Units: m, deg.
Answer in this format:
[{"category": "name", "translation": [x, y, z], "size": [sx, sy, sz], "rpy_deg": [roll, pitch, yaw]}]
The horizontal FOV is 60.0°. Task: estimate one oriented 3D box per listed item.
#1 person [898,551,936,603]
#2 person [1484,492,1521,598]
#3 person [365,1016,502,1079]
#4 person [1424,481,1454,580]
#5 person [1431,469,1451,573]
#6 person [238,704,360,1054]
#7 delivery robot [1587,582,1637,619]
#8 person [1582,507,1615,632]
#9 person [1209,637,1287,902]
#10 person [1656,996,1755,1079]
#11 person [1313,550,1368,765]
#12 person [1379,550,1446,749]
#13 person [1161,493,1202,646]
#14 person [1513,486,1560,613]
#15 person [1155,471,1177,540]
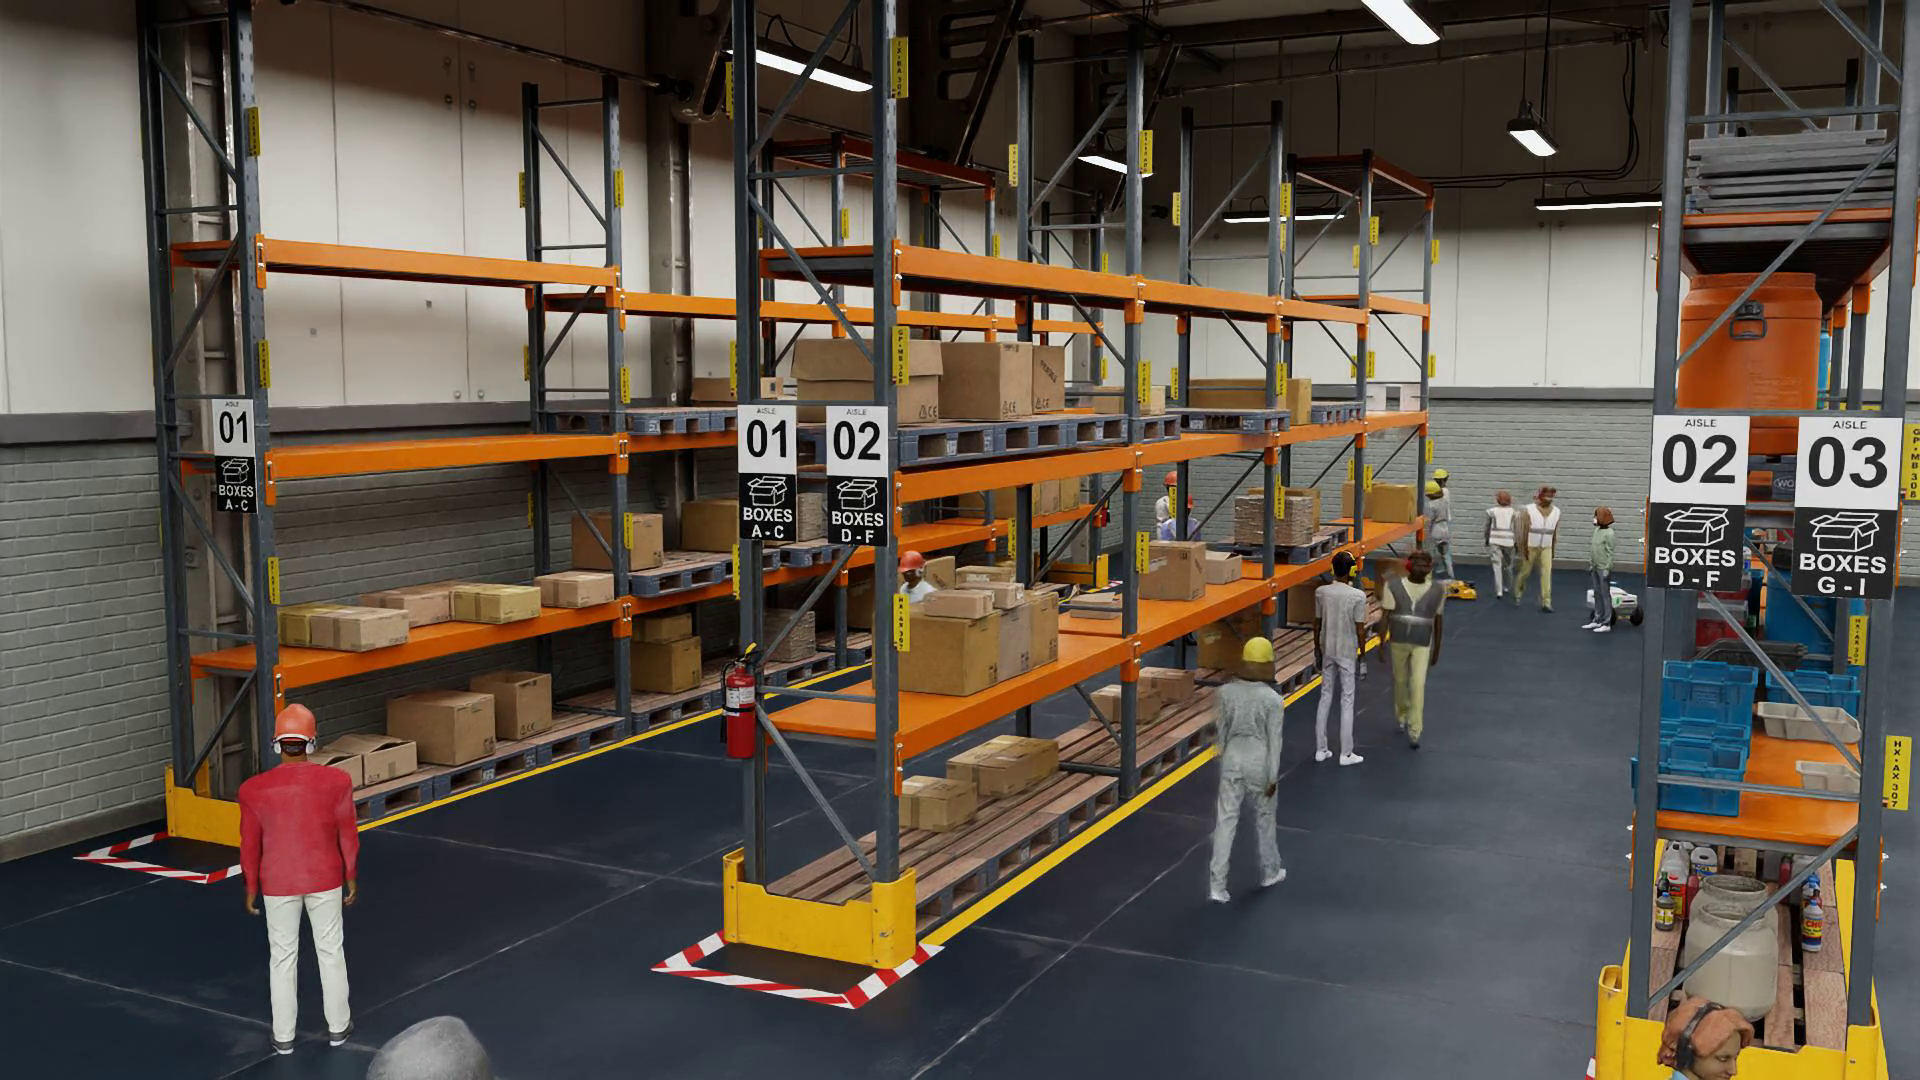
[{"category": "person", "translation": [-0.428, 0.963, 15.568], "size": [0.351, 1.740, 0.578], "rpy_deg": [-3, 7, -30]}, {"category": "person", "translation": [8.150, 0.066, 25.011], "size": [0.512, 1.595, 0.868], "rpy_deg": [1, 6, 13]}, {"category": "person", "translation": [-1.137, 2.037, 3.678], "size": [0.688, 2.000, 0.536], "rpy_deg": [6, 8, 44]}, {"category": "person", "translation": [7.412, -0.076, 25.854], "size": [0.535, 1.707, 0.356], "rpy_deg": [-4, 7, -32]}, {"category": "person", "translation": [8.067, -0.313, 27.917], "size": [0.341, 1.757, 0.533], "rpy_deg": [1, 6, 13]}, {"category": "person", "translation": [-3.321, 1.694, 8.384], "size": [0.563, 1.753, 0.327], "rpy_deg": [-2, 6, -22]}, {"category": "delivery robot", "translation": [8.753, 0.807, 22.339], "size": [0.477, 0.478, 0.707], "rpy_deg": [-1, 6, -15]}, {"category": "person", "translation": [8.367, 0.384, 21.717], "size": [0.285, 1.633, 0.500], "rpy_deg": [0, 6, -4]}, {"category": "person", "translation": [1.867, 1.475, 10.792], "size": [0.500, 1.701, 0.889], "rpy_deg": [4, 7, 31]}, {"category": "person", "translation": [2.091, 2.120, 4.807], "size": [0.312, 1.638, 0.512], "rpy_deg": [5, 7, 38]}, {"category": "person", "translation": [3.308, 1.020, 14.463], "size": [0.510, 1.861, 0.329], "rpy_deg": [5, 8, 40]}, {"category": "person", "translation": [4.160, 0.970, 15.310], "size": [0.578, 1.788, 1.021], "rpy_deg": [2, 6, 15]}, {"category": "person", "translation": [2.747, 0.363, 20.538], "size": [0.539, 1.929, 0.395], "rpy_deg": [-2, 6, -21]}, {"category": "person", "translation": [8.213, 0.106, 23.668], "size": [0.580, 1.793, 0.952], "rpy_deg": [-1, 6, -7]}, {"category": "person", "translation": [2.924, 0.079, 22.751], "size": [0.398, 2.033, 0.613], "rpy_deg": [5, 8, 40]}]
